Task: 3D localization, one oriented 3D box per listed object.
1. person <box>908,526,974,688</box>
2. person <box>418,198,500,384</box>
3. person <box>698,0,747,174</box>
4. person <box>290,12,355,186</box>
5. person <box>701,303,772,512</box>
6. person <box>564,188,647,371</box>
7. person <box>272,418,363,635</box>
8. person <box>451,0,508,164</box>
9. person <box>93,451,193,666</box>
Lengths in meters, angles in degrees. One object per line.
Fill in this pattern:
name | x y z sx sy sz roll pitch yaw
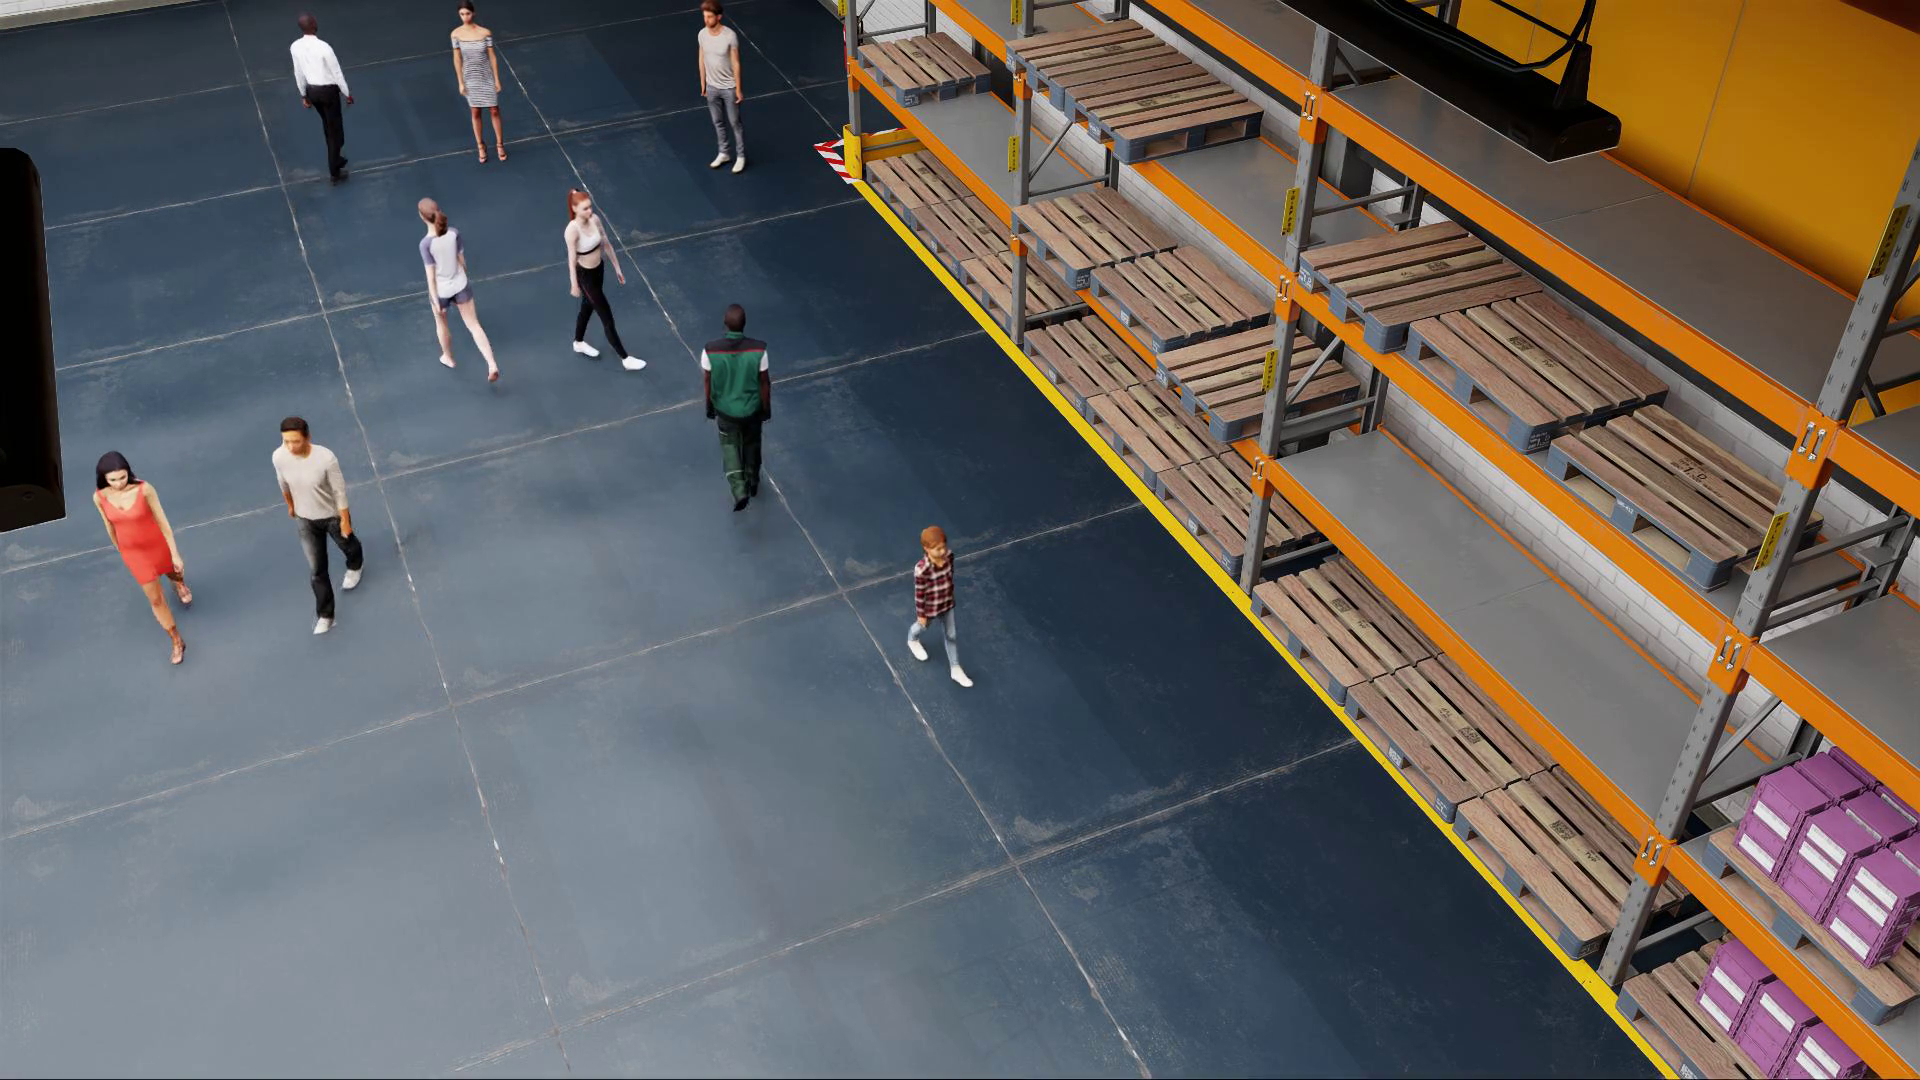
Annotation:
person | -0.226 0.410 11.827 0.681 1.274 0.961 -27 46 -30
person | -4.454 -2.172 14.690 0.744 1.736 1.127 -27 46 -30
person | -2.565 -4.937 18.029 0.739 1.889 0.804 14 41 17
person | -6.831 -4.677 17.758 0.885 1.821 0.960 9 39 11
person | -1.749 -1.005 13.160 0.849 1.822 1.036 -5 39 -6
person | -3.388 -2.357 14.949 1.160 1.702 1.035 16 41 19
person | -4.678 -0.249 12.267 0.983 1.754 1.295 -2 39 -2
person | -5.244 -5.006 18.169 0.647 1.822 0.593 -8 39 -10
person | -5.851 0.021 11.986 0.657 1.683 1.138 -13 41 -16
